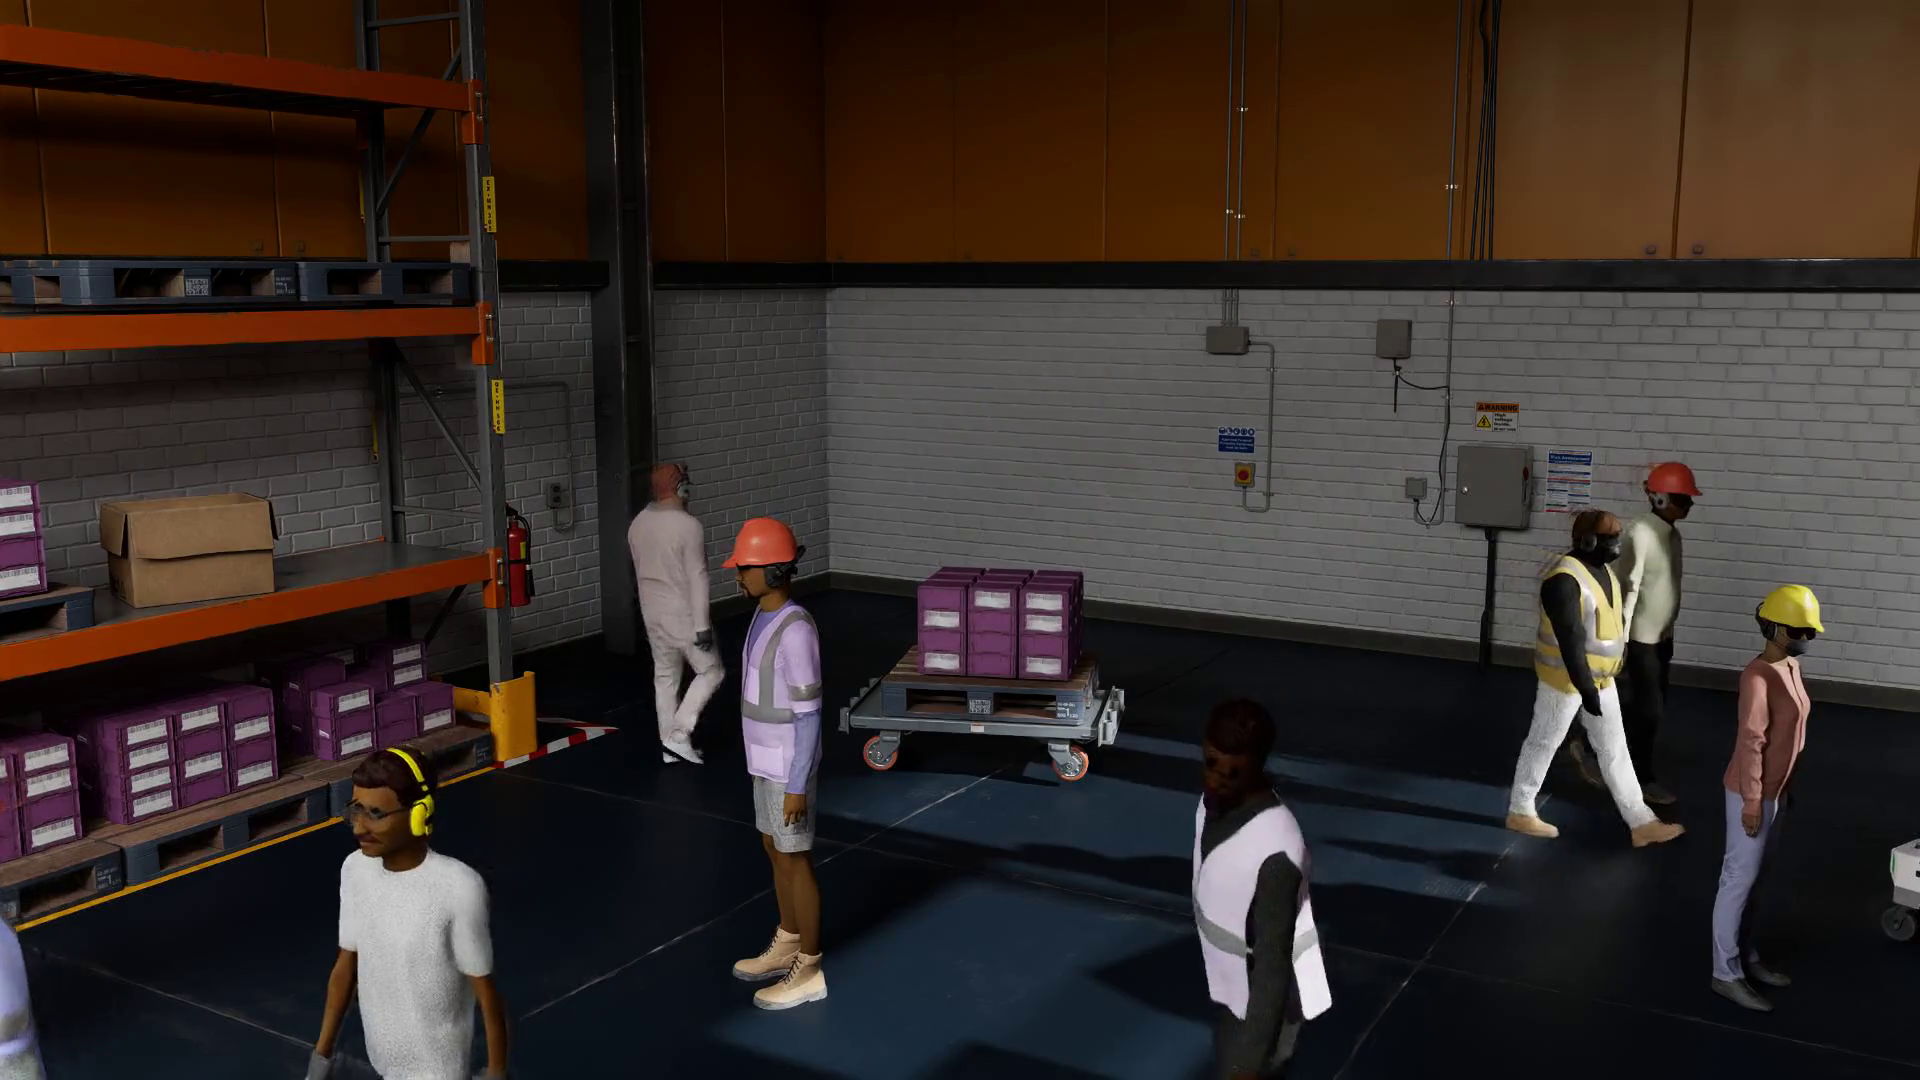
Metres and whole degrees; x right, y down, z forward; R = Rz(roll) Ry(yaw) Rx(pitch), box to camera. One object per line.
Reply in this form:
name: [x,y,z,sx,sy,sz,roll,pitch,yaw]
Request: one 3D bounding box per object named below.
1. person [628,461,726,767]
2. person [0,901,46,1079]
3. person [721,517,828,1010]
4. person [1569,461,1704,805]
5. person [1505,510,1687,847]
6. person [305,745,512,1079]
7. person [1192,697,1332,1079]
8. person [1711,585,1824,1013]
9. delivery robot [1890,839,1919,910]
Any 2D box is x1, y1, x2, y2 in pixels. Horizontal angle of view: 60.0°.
person: [-1.724,0.465,10.150,0.678,1.894,0.418,8,12,40]
person: [-2.526,1.452,4.063,1.020,1.874,0.567,-9,13,-44]
person: [-0.774,0.917,6.891,0.391,2.040,0.615,-4,10,-21]
person: [3.895,0.531,9.483,0.646,1.979,0.533,-9,13,-44]
person: [3.340,0.744,8.749,0.625,1.794,0.930,-8,12,-41]
person: [-1.472,1.421,4.468,0.525,1.818,1.001,6,11,33]
person: [0.856,1.332,4.838,0.439,1.873,0.733,-1,9,-4]
person: [3.369,1.051,6.928,0.329,1.765,0.526,8,12,41]
delivery robot: [4.538,1.534,7.375,0.477,0.478,0.707,-6,11,-34]
